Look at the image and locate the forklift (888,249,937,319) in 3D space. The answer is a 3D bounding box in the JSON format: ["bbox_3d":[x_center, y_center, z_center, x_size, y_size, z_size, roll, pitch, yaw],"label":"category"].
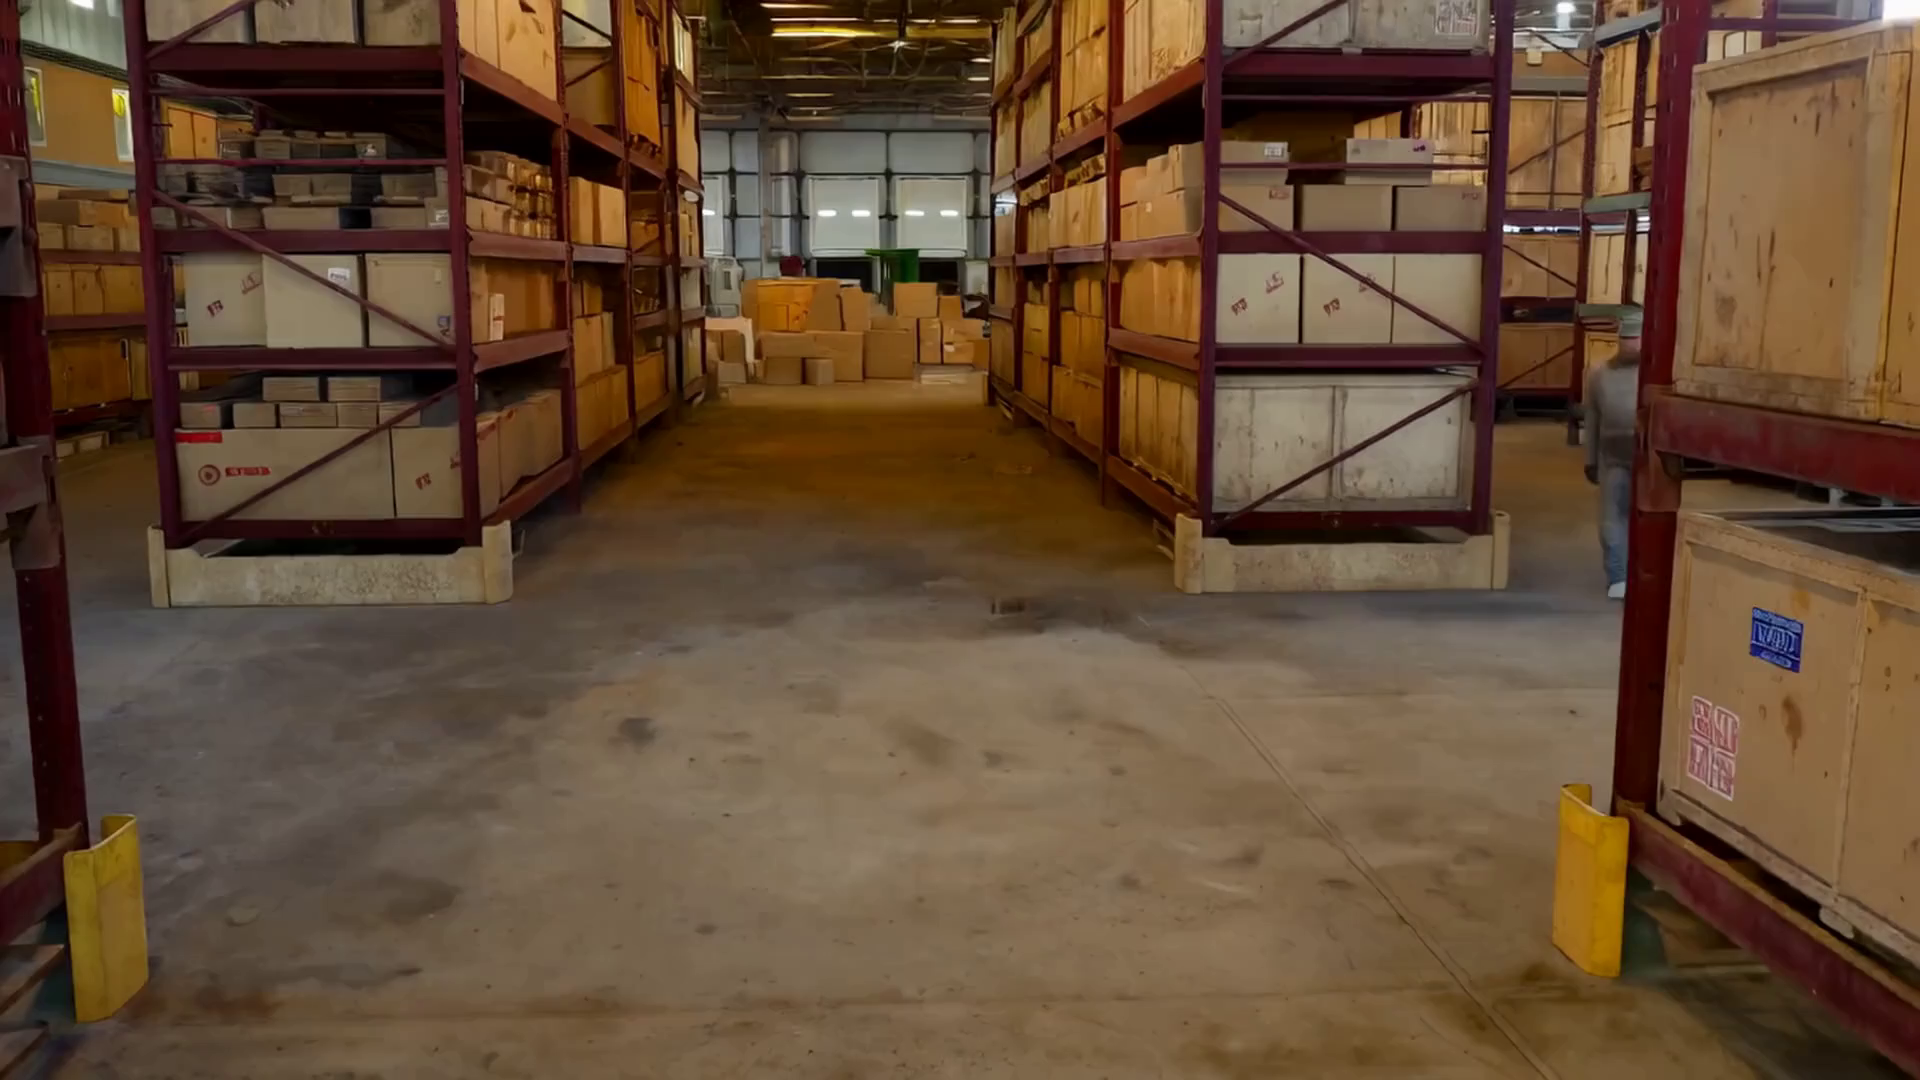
[{"bbox_3d":[-1.524,-6.536,45.370,1.129,2.768,1.873,7,11,36],"label":"forklift"}]

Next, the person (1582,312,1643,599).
[{"bbox_3d":[4.463,-0.571,11.044,0.649,1.878,0.667,4,10,25],"label":"person"}]

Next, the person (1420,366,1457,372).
[{"bbox_3d":[4.272,-1.111,15.006,0.318,1.699,0.532,-7,11,-37],"label":"person"}]

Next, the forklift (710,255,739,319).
[{"bbox_3d":[-8.368,-8.713,59.038,1.129,2.768,1.873,-1,9,-4],"label":"forklift"}]

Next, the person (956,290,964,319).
[{"bbox_3d":[0.011,-7.197,53.339,0.890,1.644,0.549,4,10,21],"label":"person"}]

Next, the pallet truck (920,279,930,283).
[{"bbox_3d":[-0.932,-8.922,63.114,1.885,1.965,0.823,2,9,13],"label":"pallet truck"}]
